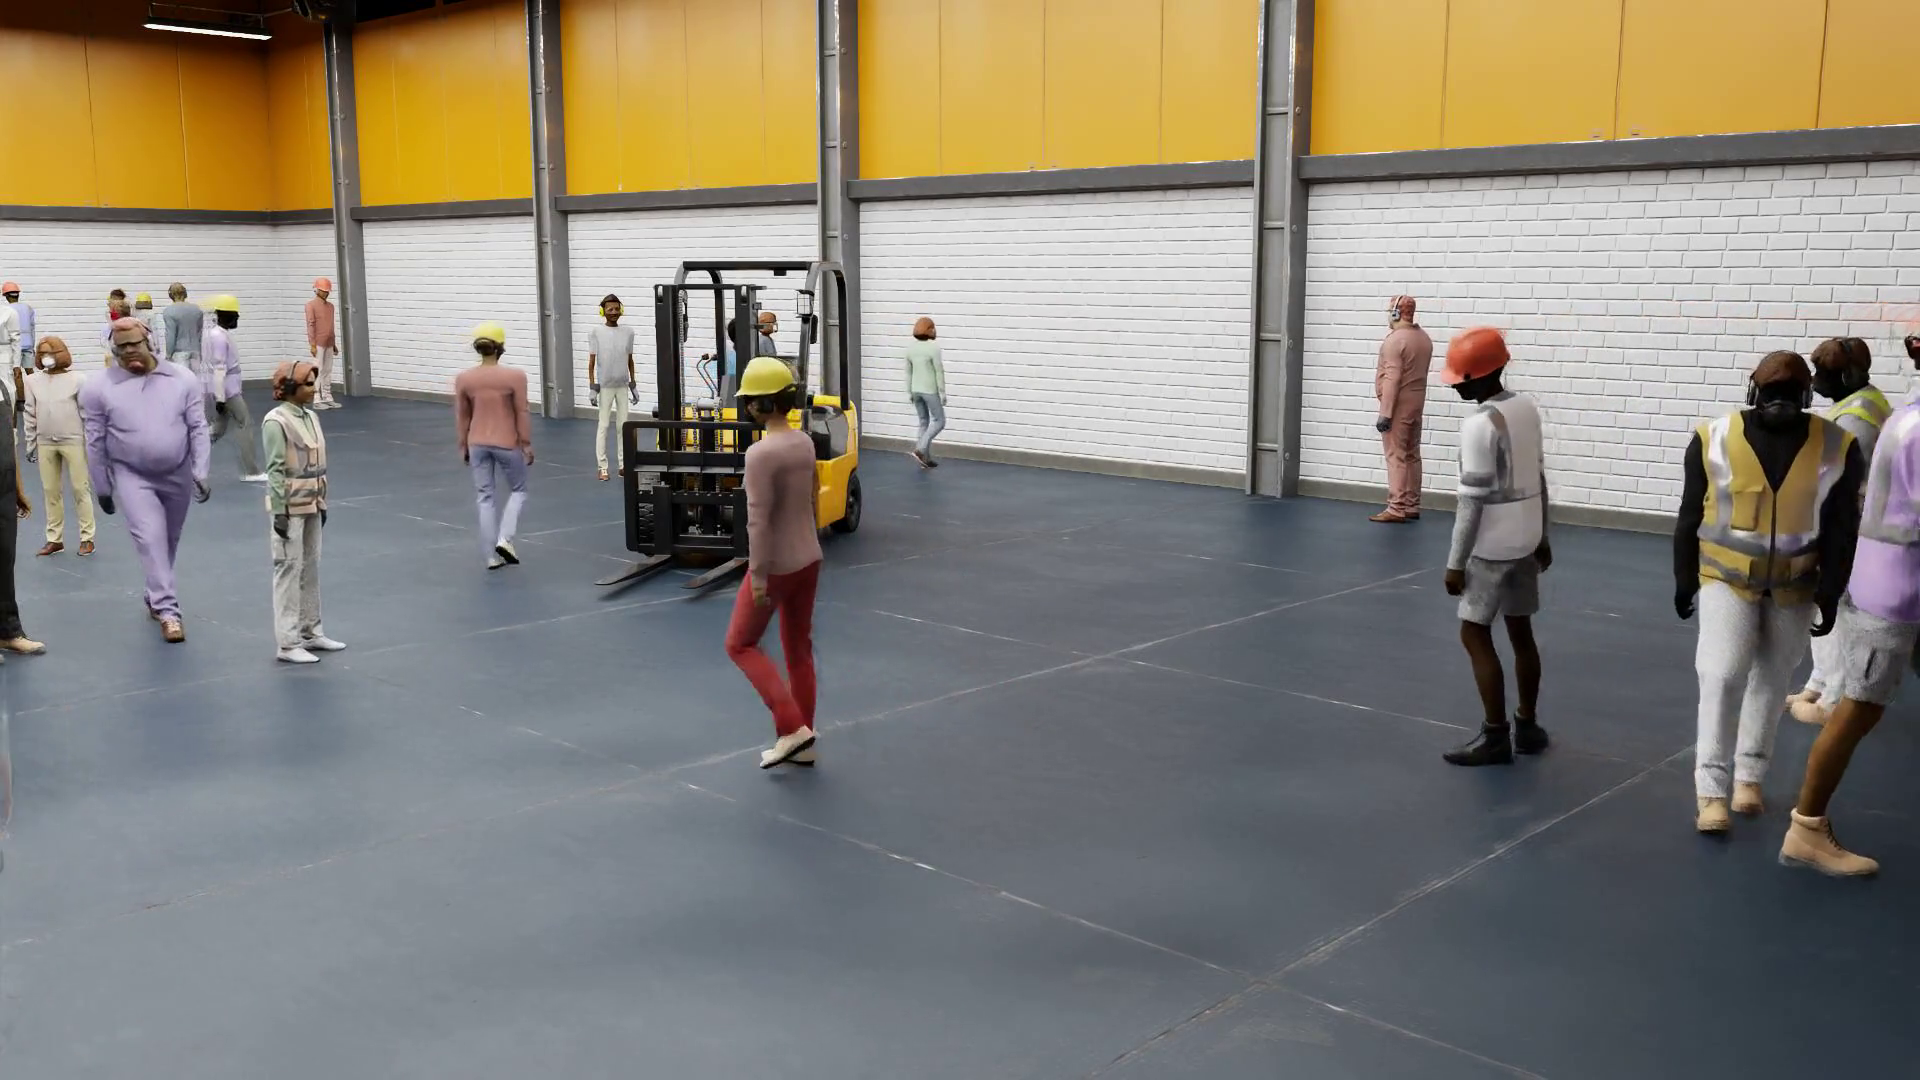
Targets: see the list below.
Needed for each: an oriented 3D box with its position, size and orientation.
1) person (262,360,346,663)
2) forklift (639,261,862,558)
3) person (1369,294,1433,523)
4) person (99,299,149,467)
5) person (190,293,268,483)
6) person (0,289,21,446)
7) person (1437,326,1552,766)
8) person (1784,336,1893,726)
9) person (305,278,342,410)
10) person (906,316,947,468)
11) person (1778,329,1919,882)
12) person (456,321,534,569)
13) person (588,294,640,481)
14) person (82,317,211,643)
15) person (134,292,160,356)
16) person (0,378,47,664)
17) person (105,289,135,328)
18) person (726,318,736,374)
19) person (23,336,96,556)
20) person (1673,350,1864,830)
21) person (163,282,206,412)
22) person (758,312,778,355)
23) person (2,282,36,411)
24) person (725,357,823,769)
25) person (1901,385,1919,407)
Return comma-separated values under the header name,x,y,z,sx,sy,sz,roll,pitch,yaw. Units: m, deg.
name,x,y,z,sx,sy,sz,roll,pitch,yaw
person,-3.587,-0.156,9.023,0.312,1.633,0.516,1,9,5
forklift,-1.552,-1.040,12.721,1.214,2.155,2.313,2,9,11
person,3.673,-1.095,13.938,0.403,1.906,0.652,8,12,42
person,-8.787,-1.641,17.615,0.968,1.807,0.576,5,11,29
person,-7.330,-1.494,16.438,0.899,1.894,0.580,-5,11,-29
person,-11.481,-2.108,19.755,0.605,2.036,0.388,-1,9,-8
person,2.340,0.022,7.189,0.724,1.893,0.380,-9,13,-43
person,4.078,-0.027,7.674,0.432,1.831,0.654,5,11,29
person,-9.638,-2.971,25.202,0.401,1.984,0.612,3,10,16
person,-0.356,-1.545,17.554,0.541,1.621,0.484,9,13,43
person,3.343,0.218,5.593,1.011,1.991,0.632,6,11,32
person,-3.274,-0.667,11.753,0.551,1.751,0.364,1,9,4
person,-3.479,-1.533,16.733,0.531,1.870,0.317,-6,11,-34
person,-4.741,-0.377,9.723,0.629,1.857,0.998,-7,12,-38
person,-13.277,-3.173,27.179,0.490,1.741,0.321,3,10,15
person,-5.246,-0.251,8.953,0.345,1.846,0.506,3,10,15
person,-12.472,-2.825,24.786,0.534,1.826,0.762,1,9,4
person,-1.958,-1.148,14.906,0.336,1.697,0.574,5,10,26
person,-6.651,-0.692,12.304,0.509,1.631,0.269,0,9,-2
person,3.028,0.205,6.253,0.627,1.810,0.792,3,10,18
person,-10.652,-2.559,22.832,0.371,1.935,0.627,4,10,22
person,-2.207,-1.786,19.007,0.279,1.634,0.497,1,9,8
person,-14.060,-2.878,24.808,0.375,1.927,0.543,4,10,22
person,-0.774,0.107,7.019,0.363,1.752,0.536,5,10,26
person,4.905,-0.187,8.309,0.616,1.930,0.682,-3,10,-17
